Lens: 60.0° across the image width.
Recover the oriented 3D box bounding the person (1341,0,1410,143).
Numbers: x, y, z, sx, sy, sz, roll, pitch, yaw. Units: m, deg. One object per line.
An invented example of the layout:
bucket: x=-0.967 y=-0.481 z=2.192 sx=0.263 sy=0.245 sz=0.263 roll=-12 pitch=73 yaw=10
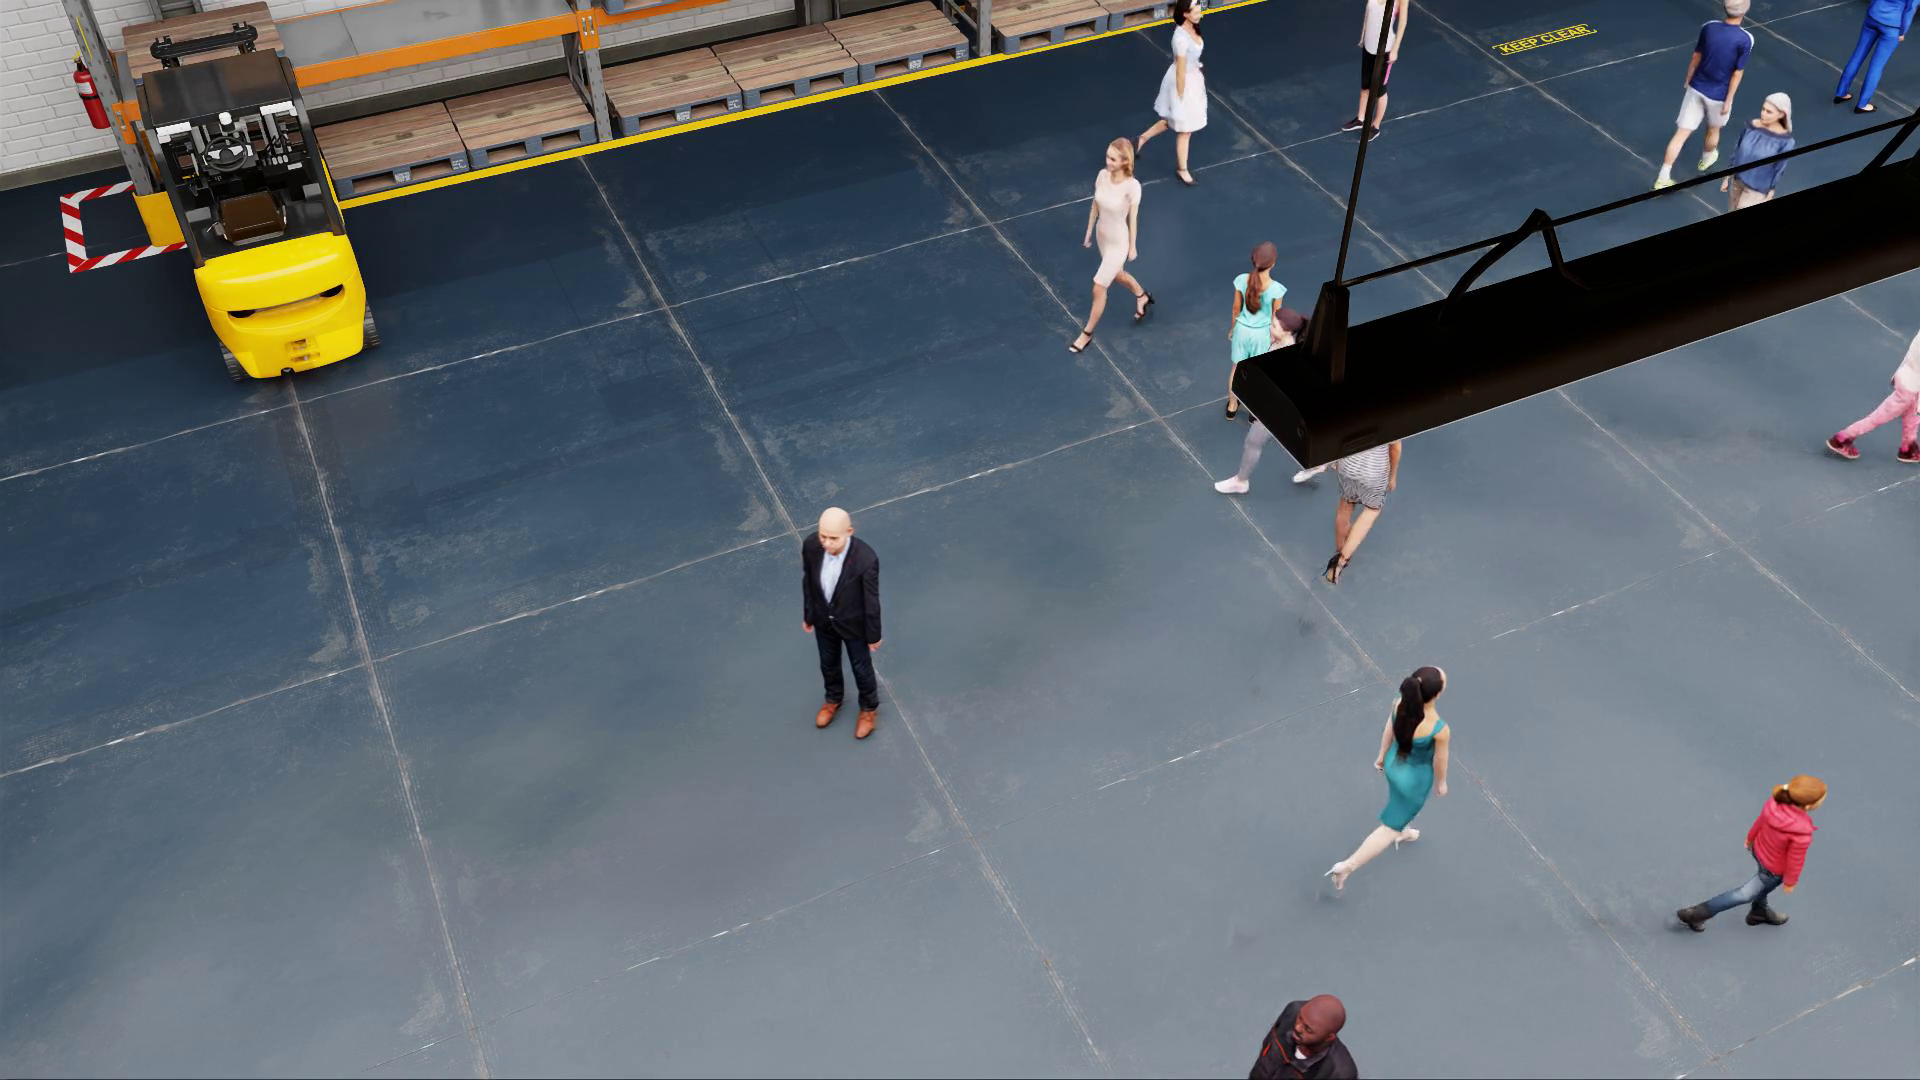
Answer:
person: x=3.869 y=-4.537 z=15.301 sx=0.566 sy=1.786 sz=0.635 roll=-25 pitch=49 yaw=-24

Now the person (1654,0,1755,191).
person: x=6.533 y=-3.894 z=14.628 sx=1.296 sy=1.783 sz=0.953 roll=-33 pitch=53 yaw=-30

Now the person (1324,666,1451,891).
person: x=2.427 y=1.345 z=9.221 sx=1.022 sy=1.655 sz=0.595 roll=-21 pitch=48 yaw=-21

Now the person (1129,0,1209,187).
person: x=1.886 y=-3.963 z=14.688 sx=1.084 sy=1.799 sz=1.006 roll=12 pitch=45 yaw=12

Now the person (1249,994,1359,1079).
person: x=1.576 y=2.630 z=7.748 sx=0.580 sy=1.826 sz=0.693 roll=-19 pitch=47 yaw=-19

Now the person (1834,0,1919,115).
person: x=8.730 y=-4.874 z=15.717 sx=0.525 sy=1.699 sz=0.604 roll=-18 pitch=47 yaw=-18

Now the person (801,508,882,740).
person: x=-0.713 y=0.463 z=10.043 sx=0.758 sy=1.798 sz=0.802 roll=17 pitch=46 yaw=17

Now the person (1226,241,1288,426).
person: x=2.174 y=-1.531 z=12.310 sx=0.647 sy=1.558 sz=0.697 roll=19 pitch=47 yaw=18

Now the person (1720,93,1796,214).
person: x=6.547 y=-2.917 z=13.684 sx=1.104 sy=1.670 sz=0.704 roll=-25 pitch=49 yaw=-24

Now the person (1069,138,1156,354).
person: x=1.265 y=-2.331 z=12.982 sx=1.179 sy=1.790 sz=0.773 roll=-28 pitch=50 yaw=-26

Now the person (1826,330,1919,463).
person: x=6.778 y=-1.119 z=11.980 sx=1.055 sy=1.416 sz=0.959 roll=11 pitch=45 yaw=11

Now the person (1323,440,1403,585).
person: x=2.613 y=-0.390 z=10.928 sx=0.806 sy=1.812 sz=0.891 roll=26 pitch=49 yaw=25

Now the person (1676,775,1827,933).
person: x=4.348 y=1.748 z=9.060 sx=0.973 sy=1.294 sz=0.764 roll=1 pitch=44 yaw=1

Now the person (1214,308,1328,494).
person: x=2.298 y=-0.951 z=11.687 sx=1.116 sy=1.578 sz=0.834 roll=0 pitch=44 yaw=0
